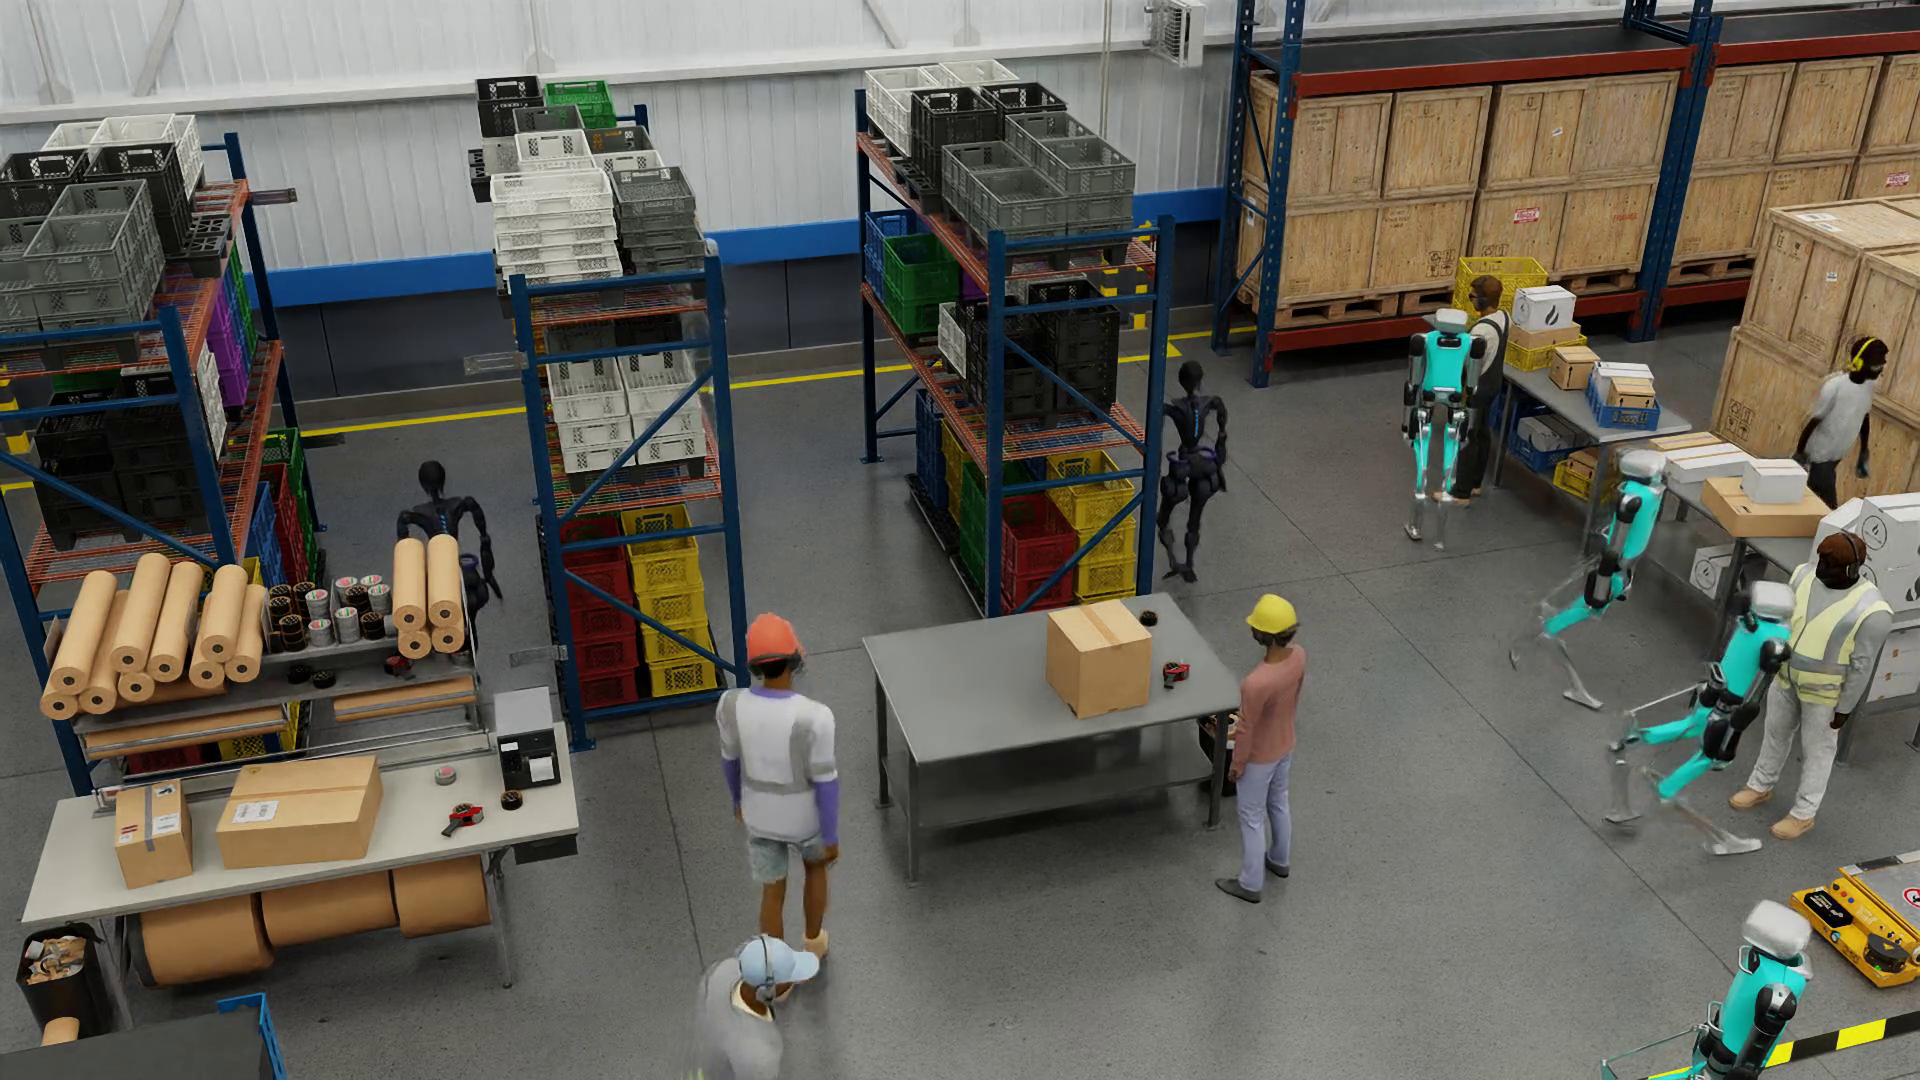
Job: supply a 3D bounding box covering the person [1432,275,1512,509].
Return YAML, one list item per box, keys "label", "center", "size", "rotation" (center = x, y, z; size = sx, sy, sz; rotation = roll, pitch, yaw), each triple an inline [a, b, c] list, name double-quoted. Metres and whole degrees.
- label: "person"
  center: [3.890, -1.115, 12.560]
  size: [0.345, 1.840, 0.504]
  rotation: [22, 36, 34]

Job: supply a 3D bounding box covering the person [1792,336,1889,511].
- label: "person"
  center: [6.105, -0.600, 11.654]
  size: [0.513, 1.808, 1.013]
  rotation: [-15, 32, -25]

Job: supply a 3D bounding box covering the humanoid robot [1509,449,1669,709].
- label: "humanoid robot"
  center: [3.787, 0.221, 10.303]
  size: [0.856, 1.847, 0.549]
  rotation: [23, 36, 35]

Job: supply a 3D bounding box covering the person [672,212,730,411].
- label: "person"
  center: [-2.227, -1.954, 14.070]
  size: [0.564, 1.851, 0.653]
  rotation: [-5, 29, -9]

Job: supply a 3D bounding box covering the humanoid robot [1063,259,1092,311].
- label: "humanoid robot"
  center: [0.815, -1.545, 13.535]
  size: [0.589, 1.626, 0.722]
  rotation: [-11, 31, -20]

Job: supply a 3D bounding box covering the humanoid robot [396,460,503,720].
- label: "humanoid robot"
  center: [-3.110, 0.304, 10.199]
  size: [0.601, 1.647, 0.739]
  rotation: [-14, 32, -24]

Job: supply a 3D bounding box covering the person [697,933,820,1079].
- label: "person"
  center: [-0.806, 2.239, 6.470]
  size: [0.573, 1.822, 0.601]
  rotation: [-10, 30, -18]

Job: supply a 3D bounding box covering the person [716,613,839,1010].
- label: "person"
  center: [-0.862, 1.312, 7.984]
  size: [0.628, 1.991, 0.661]
  rotation: [7, 30, 12]

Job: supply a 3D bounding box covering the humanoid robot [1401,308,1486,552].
- label: "humanoid robot"
  center: [3.442, -0.711, 11.955]
  size: [0.537, 1.838, 0.677]
  rotation: [4, 29, 8]

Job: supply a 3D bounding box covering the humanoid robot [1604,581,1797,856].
- label: "humanoid robot"
  center: [3.880, 0.977, 8.875]
  size: [1.054, 1.725, 0.554]
  rotation: [4, 29, 8]

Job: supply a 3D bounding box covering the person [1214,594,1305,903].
- label: "person"
  center: [1.577, 1.073, 8.668]
  size: [0.345, 1.757, 0.522]
  rotation: [22, 36, 35]

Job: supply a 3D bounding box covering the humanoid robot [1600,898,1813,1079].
- label: "humanoid robot"
  center: [2.864, 2.103, 6.676]
  size: [0.735, 1.673, 0.533]
  rotation: [12, 31, 21]

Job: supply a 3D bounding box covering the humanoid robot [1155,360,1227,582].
- label: "humanoid robot"
  center: [1.590, -0.459, 11.531]
  size: [0.589, 1.643, 0.382]
  rotation: [-7, 30, -13]

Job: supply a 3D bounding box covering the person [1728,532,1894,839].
- label: "person"
  center: [4.656, 0.780, 9.119]
  size: [0.430, 1.839, 0.622]
  rotation: [-12, 31, -20]

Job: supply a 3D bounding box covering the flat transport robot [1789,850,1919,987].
- label: "flat transport robot"
  center: [5.163, 1.916, 8.676]
  size: [1.431, 0.231, 0.659]
  rotation: [-8, 30, -14]
